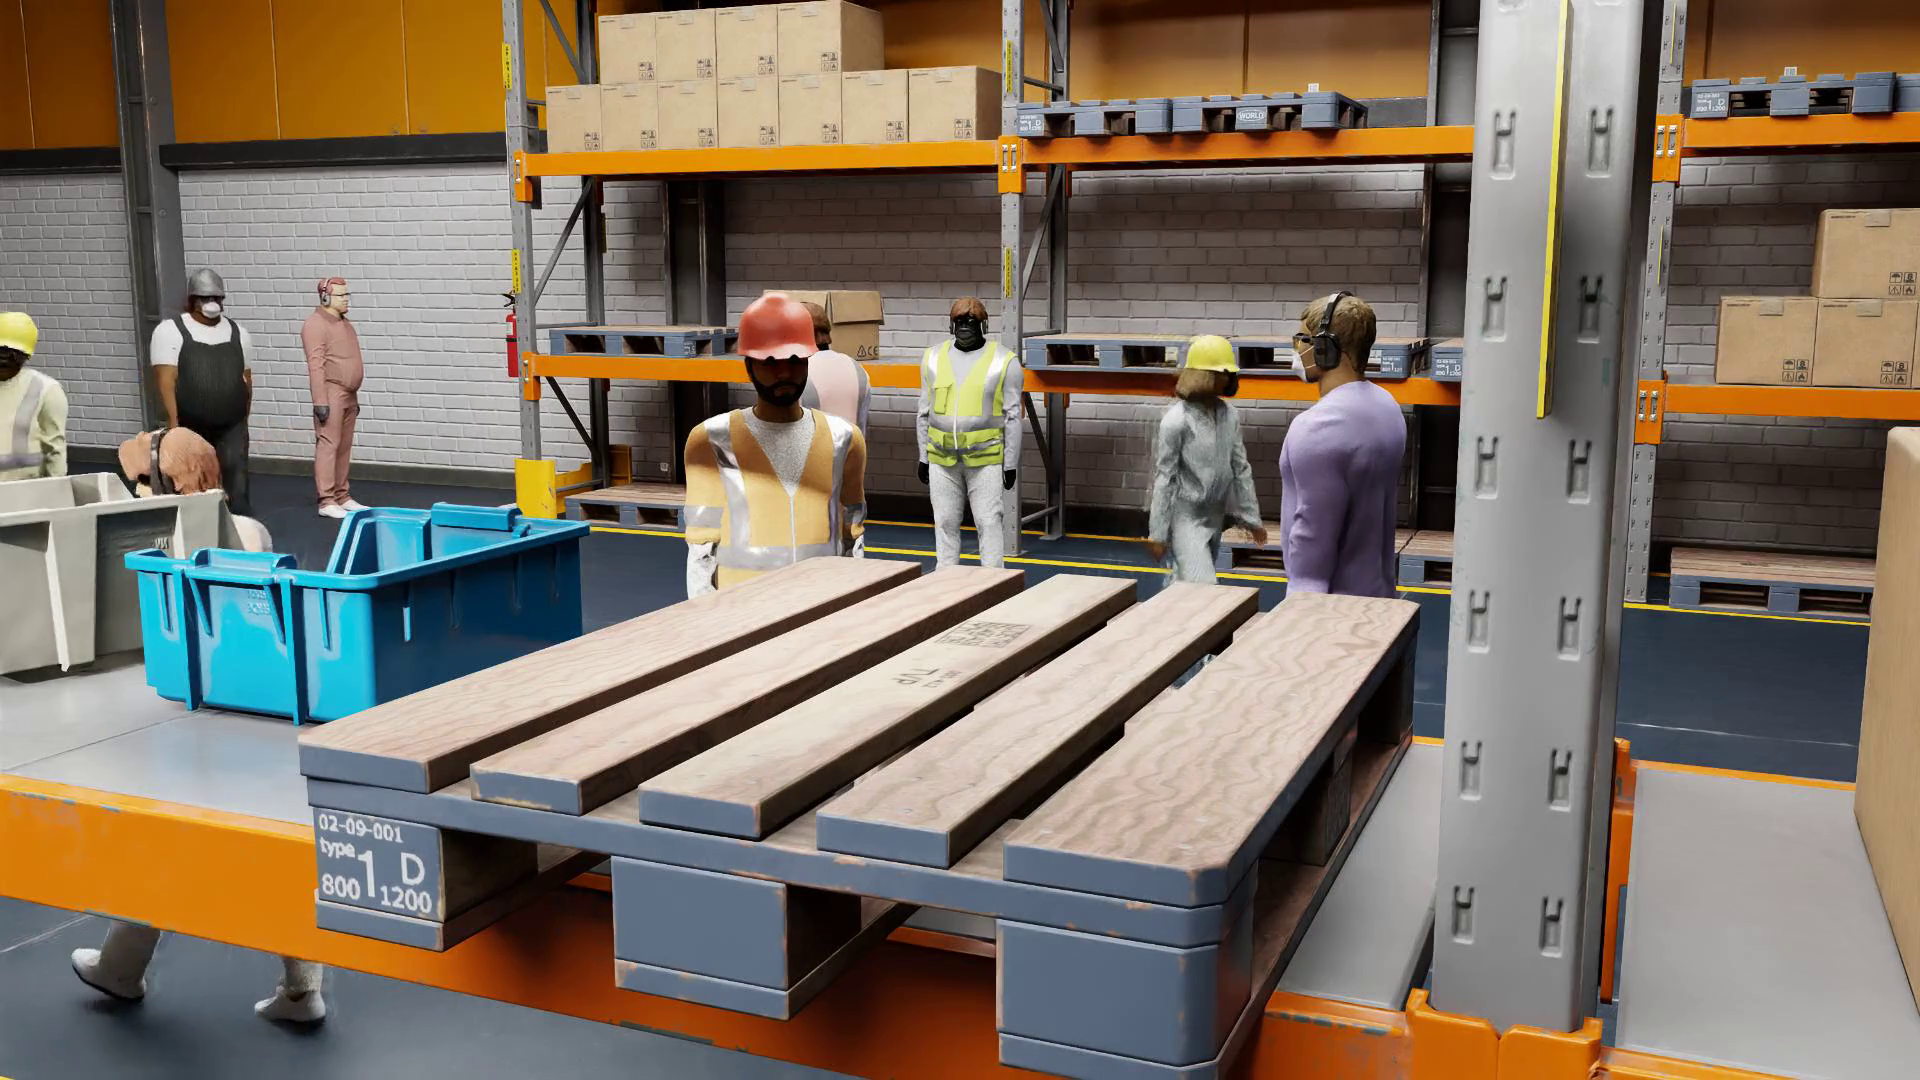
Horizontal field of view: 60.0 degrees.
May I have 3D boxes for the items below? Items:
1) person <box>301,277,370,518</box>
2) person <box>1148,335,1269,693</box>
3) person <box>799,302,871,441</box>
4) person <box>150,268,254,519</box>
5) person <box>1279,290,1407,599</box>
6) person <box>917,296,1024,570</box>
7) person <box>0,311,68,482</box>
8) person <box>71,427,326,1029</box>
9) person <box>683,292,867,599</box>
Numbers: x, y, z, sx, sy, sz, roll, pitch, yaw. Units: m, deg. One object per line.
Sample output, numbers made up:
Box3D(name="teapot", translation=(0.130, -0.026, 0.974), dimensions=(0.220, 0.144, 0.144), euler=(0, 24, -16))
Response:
Box3D(name="person", translation=(-4.955, -1.134, 13.269), dimensions=(0.400, 1.907, 0.645), euler=(1, 10, 4))
Box3D(name="person", translation=(1.131, -0.044, 7.355), dimensions=(0.871, 1.704, 0.508), euler=(9, 13, 42))
Box3D(name="person", translation=(-0.713, -0.221, 8.011), dimensions=(0.429, 1.838, 0.621), euler=(8, 12, 38))
Box3D(name="person", translation=(-5.281, -0.930, 11.646), dimensions=(0.682, 2.000, 1.020), euler=(-7, 12, -38))
Box3D(name="person", translation=(1.119, 0.225, 5.034), dimensions=(0.372, 1.940, 0.631), euler=(6, 11, 32))
Box3D(name="person", translation=(0.045, -0.461, 9.475), dimensions=(0.625, 1.837, 0.428), euler=(3, 10, 19))
Box3D(name="person", translation=(-4.738, -0.220, 8.177), dimensions=(0.697, 1.795, 0.406), euler=(0, 9, 0))
Box3D(name="person", translation=(-2.039, 0.497, 4.426), dimensions=(0.853, 1.591, 0.505), euler=(4, 10, 23))
Box3D(name="person", translation=(-0.515, 0.258, 4.838), dimensions=(0.545, 1.938, 0.362), euler=(-4, 10, -22))
